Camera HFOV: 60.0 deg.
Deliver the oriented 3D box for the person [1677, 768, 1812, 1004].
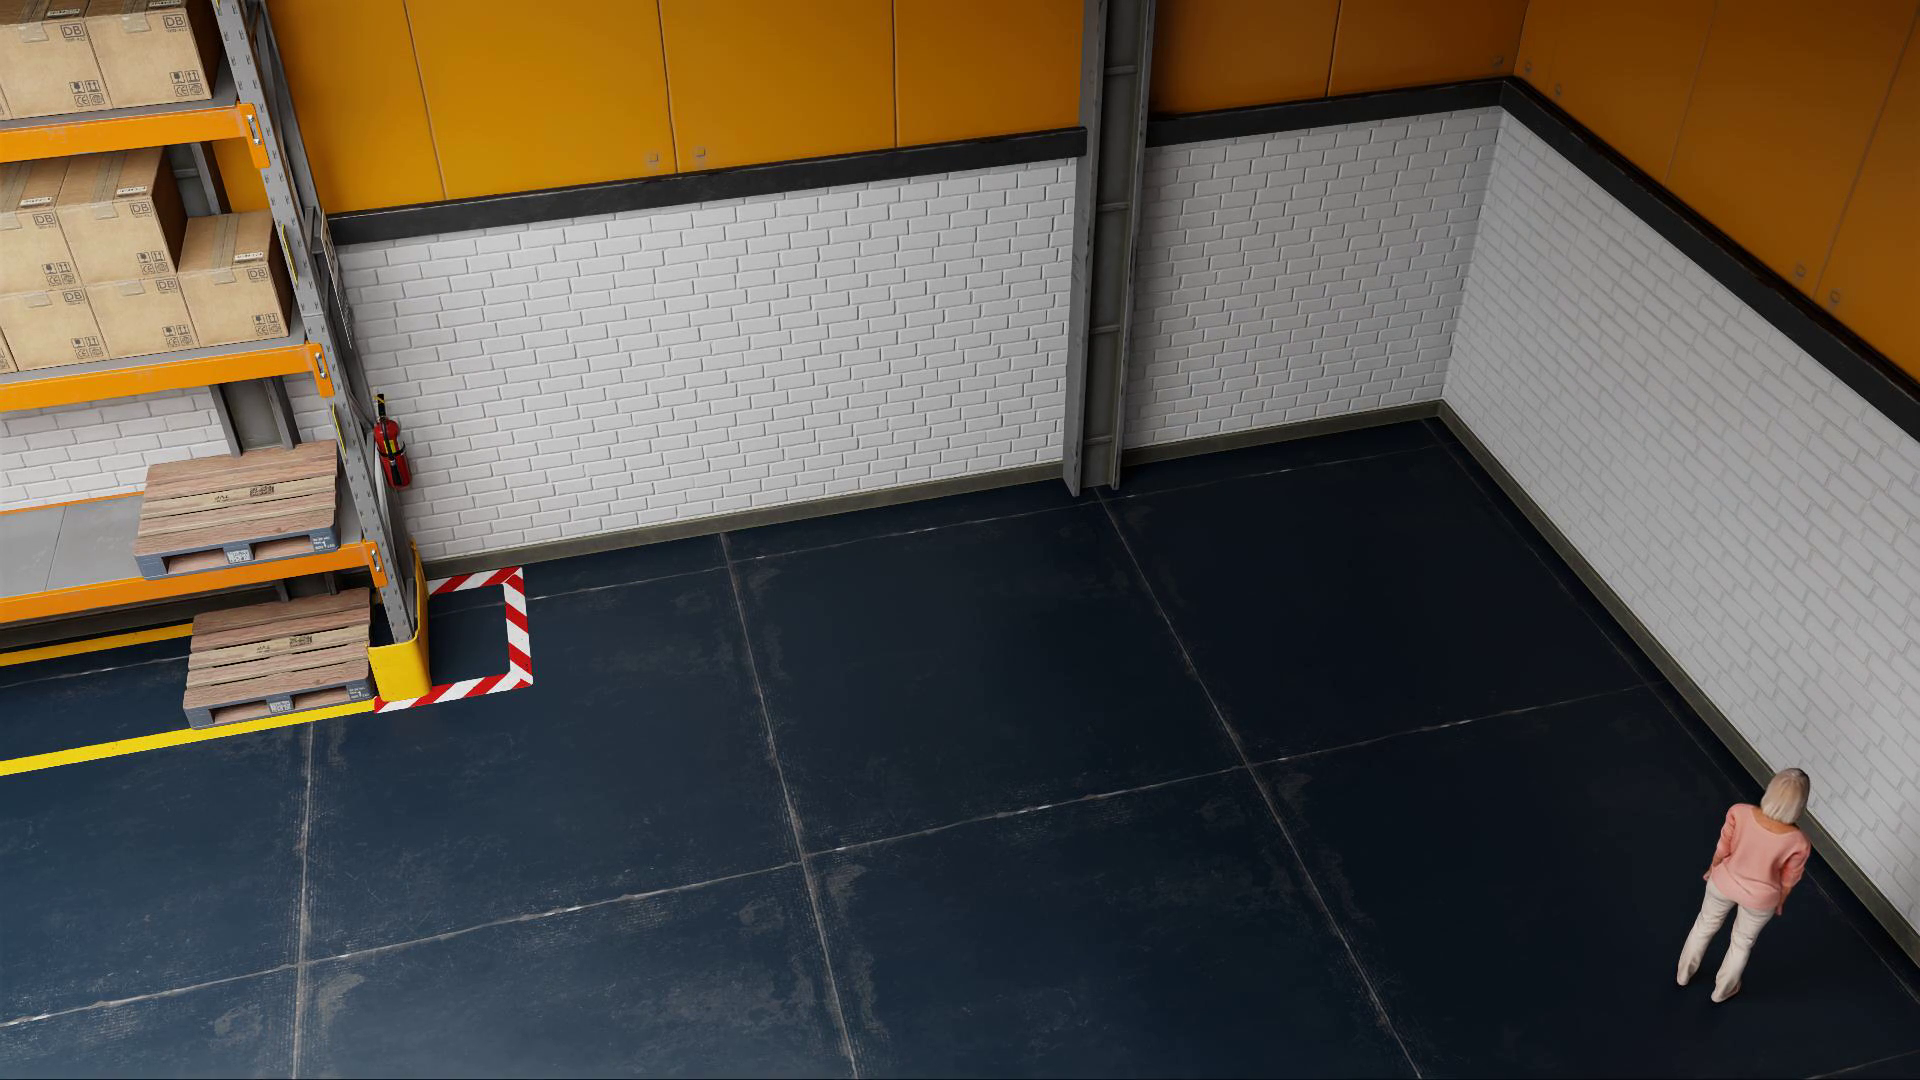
[{"bbox_3d":[4.312,1.891,9.127,0.685,1.726,0.714,26,46,29],"label":"person"}]
